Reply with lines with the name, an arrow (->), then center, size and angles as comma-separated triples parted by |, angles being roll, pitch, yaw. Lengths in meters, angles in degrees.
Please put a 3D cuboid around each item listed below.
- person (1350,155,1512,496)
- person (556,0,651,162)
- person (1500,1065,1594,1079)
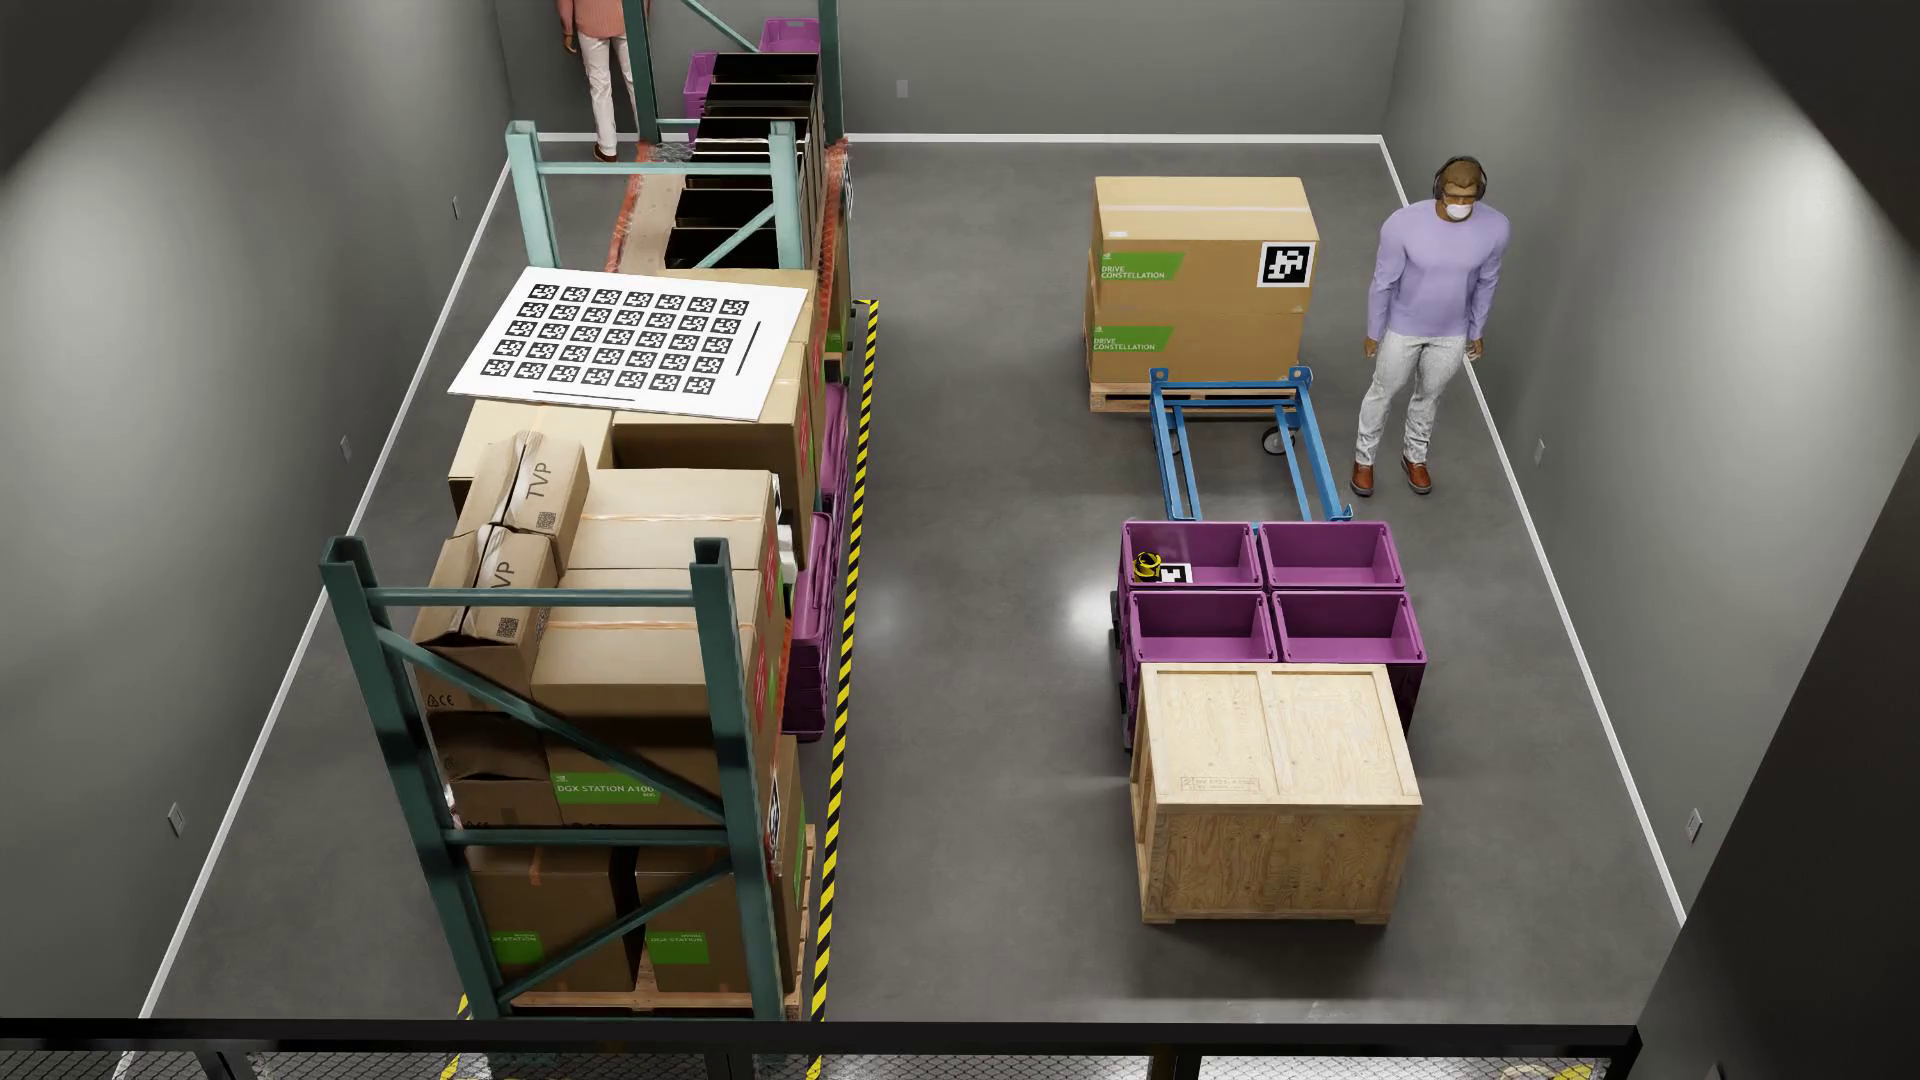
person -> 2.333, -1.057, 8.319 | 0.630, 1.938, 0.369 | 0, 41, 0
person -> -2.340, -3.423, 10.975 | 0.611, 1.996, 0.379 | -16, 44, -17
person -> 1.623, 2.067, 4.835 | 0.403, 1.830, 0.601 | 5, 41, 6
